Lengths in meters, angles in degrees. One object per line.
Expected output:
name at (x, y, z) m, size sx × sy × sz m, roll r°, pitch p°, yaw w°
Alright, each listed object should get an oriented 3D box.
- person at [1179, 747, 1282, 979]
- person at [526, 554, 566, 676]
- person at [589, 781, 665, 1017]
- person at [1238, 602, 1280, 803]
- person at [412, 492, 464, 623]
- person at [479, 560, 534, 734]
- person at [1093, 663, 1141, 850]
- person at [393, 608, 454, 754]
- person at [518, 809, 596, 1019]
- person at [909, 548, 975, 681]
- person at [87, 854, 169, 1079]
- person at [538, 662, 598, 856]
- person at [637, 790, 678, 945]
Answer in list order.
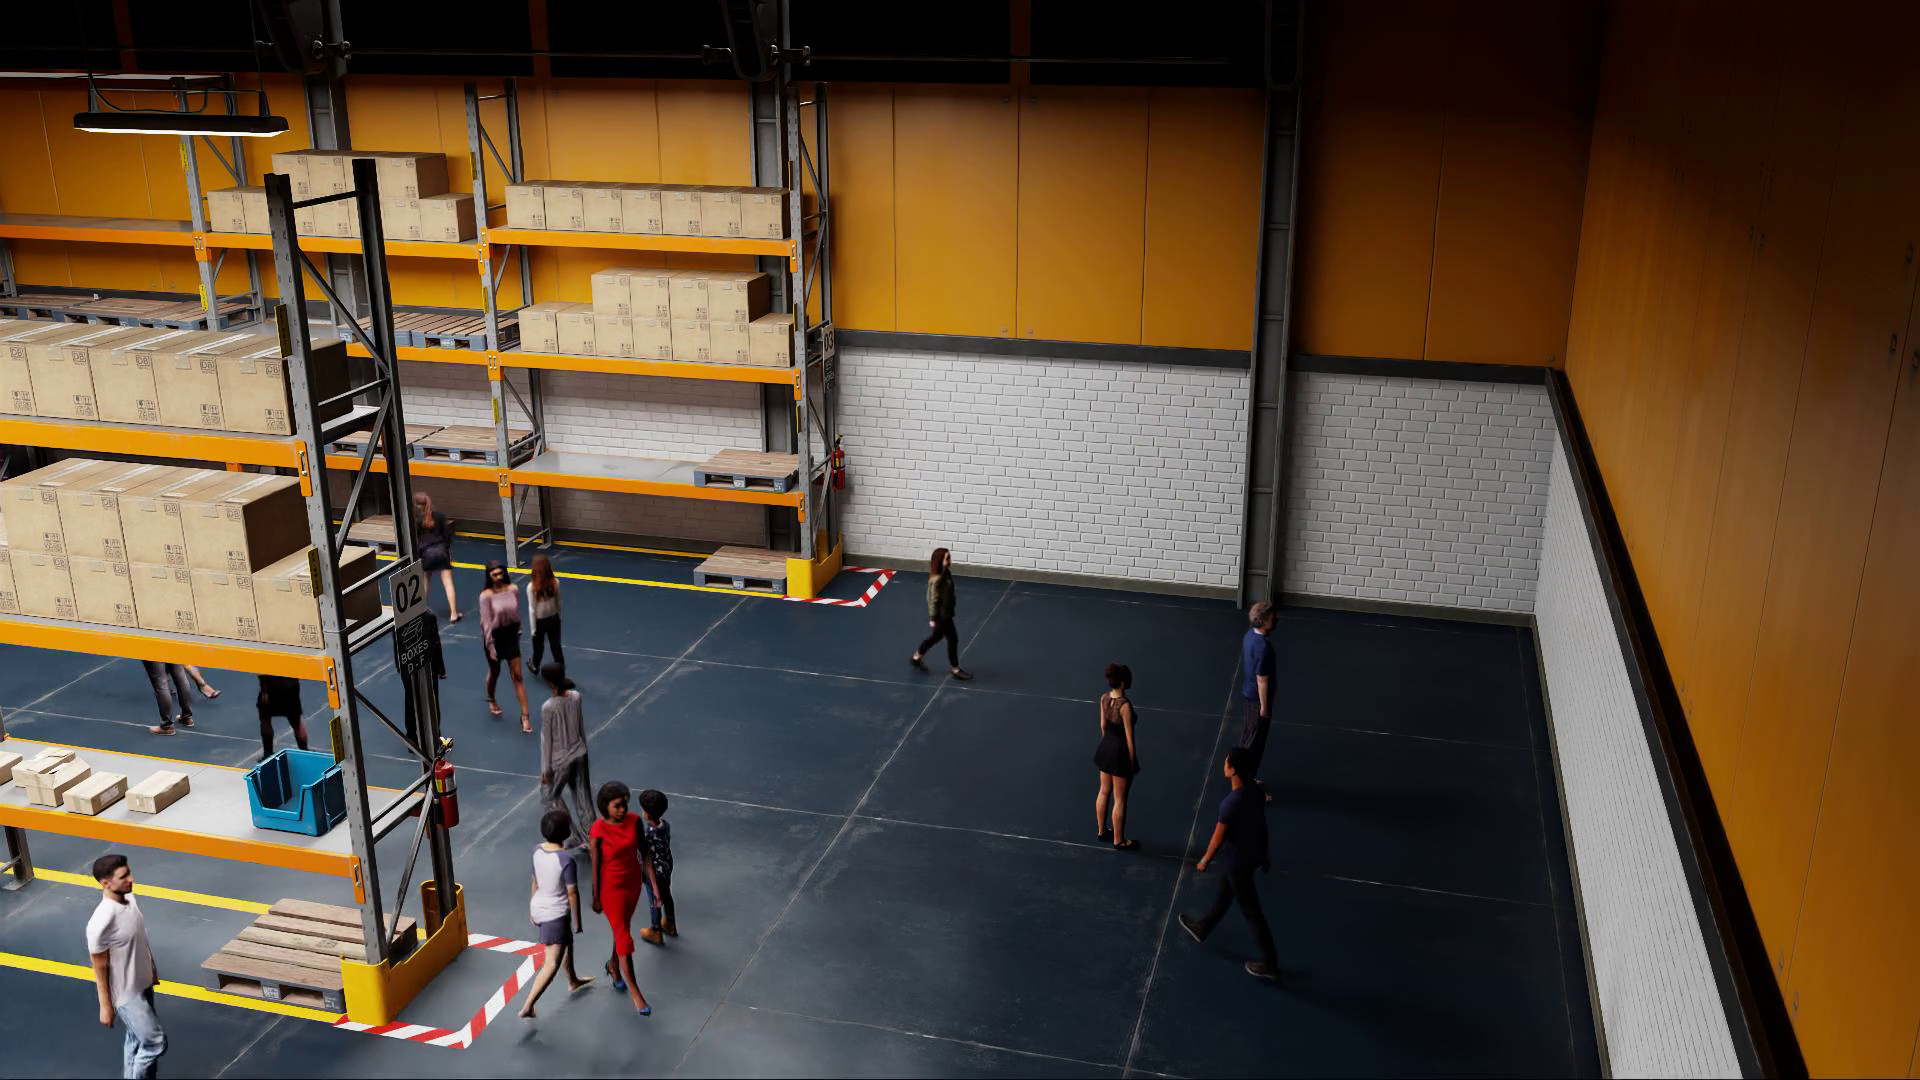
person at (2.167, 2.441, 12.339) m, size 1.249 × 1.728 × 0.947 m, roll 14°, pitch 23°, yaw 35°
person at (-4.283, 0.896, 17.380) m, size 0.938 × 1.439 × 1.038 m, roll -13°, pitch 23°, yaw -34°
person at (-2.503, 2.528, 12.091) m, size 0.872 × 1.722 × 1.033 m, roll -17°, pitch 25°, yaw -41°
person at (2.701, 1.439, 15.092) m, size 0.636 × 1.871 × 0.715 m, roll 0°, pitch 19°, yaw 0°
person at (-6.084, 0.207, 19.315) m, size 0.990 × 1.509 × 1.029 m, roll -6°, pitch 20°, yaw -18°
person at (-4.582, 1.031, 16.477) m, size 1.014 × 1.759 × 1.150 m, roll -15°, pitch 24°, yaw -38°
person at (1.340, 1.832, 14.234) m, size 0.738 × 1.672 × 0.674 m, roll -11°, pitch 22°, yaw -30°
person at (-5.187, 1.196, 15.926) m, size 0.518 × 1.798 × 0.743 m, roll 6°, pitch 19°, yaw 17°
person at (-2.956, 2.695, 11.898) m, size 0.993 × 1.529 × 0.864 m, roll 13°, pitch 22°, yaw 33°
person at (-0.253, 0.788, 17.688) m, size 0.959 × 1.447 × 0.601 m, roll 5°, pitch 19°, yaw 16°
person at (-5.470, 2.898, 10.791) m, size 0.764 × 1.850 × 0.779 m, roll -2°, pitch 19°, yaw -5°
person at (-3.249, 1.884, 13.955) m, size 0.822 × 1.752 × 0.823 m, roll 15°, pitch 24°, yaw 37°
person at (-2.350, 2.515, 12.870) m, size 0.550 × 1.248 × 0.536 m, roll 11°, pitch 21°, yaw 29°
